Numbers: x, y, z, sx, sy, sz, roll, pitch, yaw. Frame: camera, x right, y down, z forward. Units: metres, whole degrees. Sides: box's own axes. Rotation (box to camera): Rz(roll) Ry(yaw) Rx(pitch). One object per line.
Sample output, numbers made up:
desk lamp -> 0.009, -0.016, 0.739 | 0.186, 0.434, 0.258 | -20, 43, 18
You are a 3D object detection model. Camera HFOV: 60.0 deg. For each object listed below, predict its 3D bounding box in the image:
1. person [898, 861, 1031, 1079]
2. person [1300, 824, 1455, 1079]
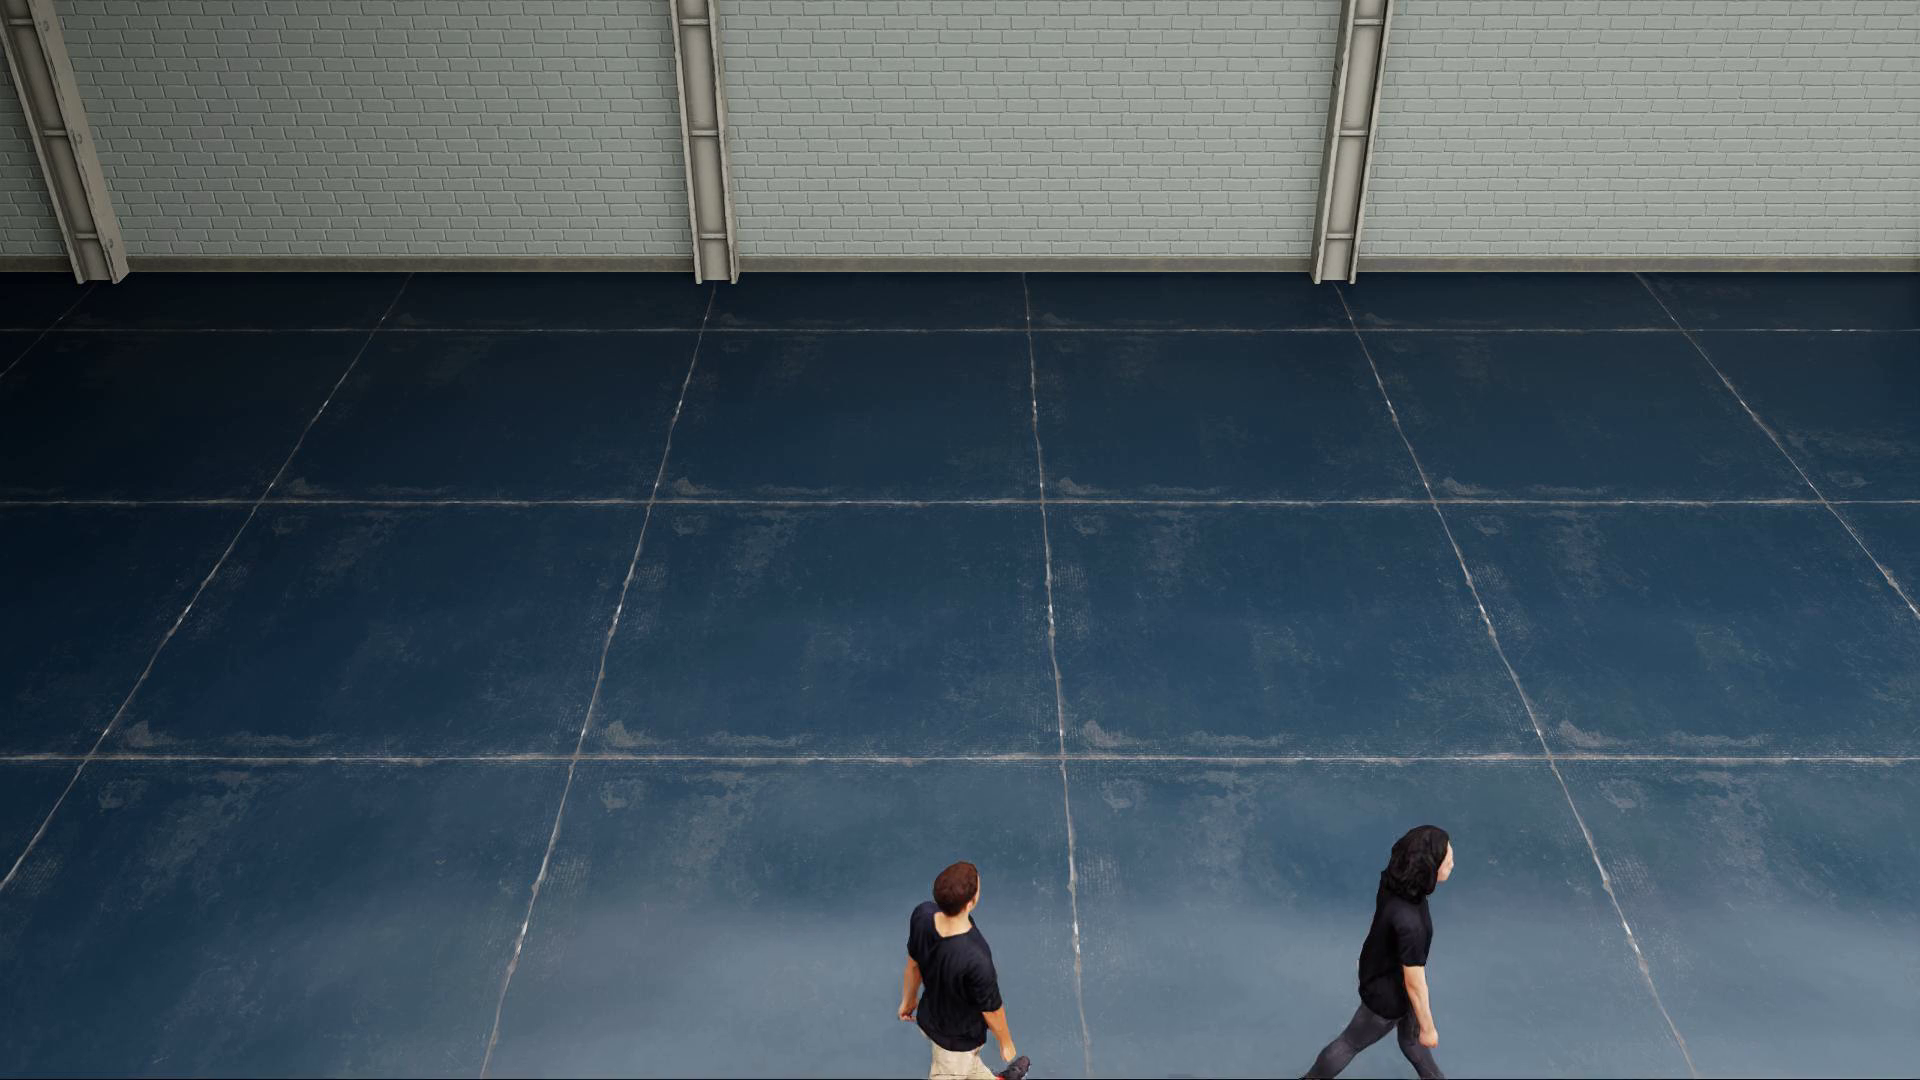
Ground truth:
person -> -0.108, 2.175, 7.272 | 1.203, 1.822, 1.082 | -23, 40, -31
person -> 1.857, 2.006, 7.562 | 1.168, 1.791, 0.774 | 5, 33, 7
